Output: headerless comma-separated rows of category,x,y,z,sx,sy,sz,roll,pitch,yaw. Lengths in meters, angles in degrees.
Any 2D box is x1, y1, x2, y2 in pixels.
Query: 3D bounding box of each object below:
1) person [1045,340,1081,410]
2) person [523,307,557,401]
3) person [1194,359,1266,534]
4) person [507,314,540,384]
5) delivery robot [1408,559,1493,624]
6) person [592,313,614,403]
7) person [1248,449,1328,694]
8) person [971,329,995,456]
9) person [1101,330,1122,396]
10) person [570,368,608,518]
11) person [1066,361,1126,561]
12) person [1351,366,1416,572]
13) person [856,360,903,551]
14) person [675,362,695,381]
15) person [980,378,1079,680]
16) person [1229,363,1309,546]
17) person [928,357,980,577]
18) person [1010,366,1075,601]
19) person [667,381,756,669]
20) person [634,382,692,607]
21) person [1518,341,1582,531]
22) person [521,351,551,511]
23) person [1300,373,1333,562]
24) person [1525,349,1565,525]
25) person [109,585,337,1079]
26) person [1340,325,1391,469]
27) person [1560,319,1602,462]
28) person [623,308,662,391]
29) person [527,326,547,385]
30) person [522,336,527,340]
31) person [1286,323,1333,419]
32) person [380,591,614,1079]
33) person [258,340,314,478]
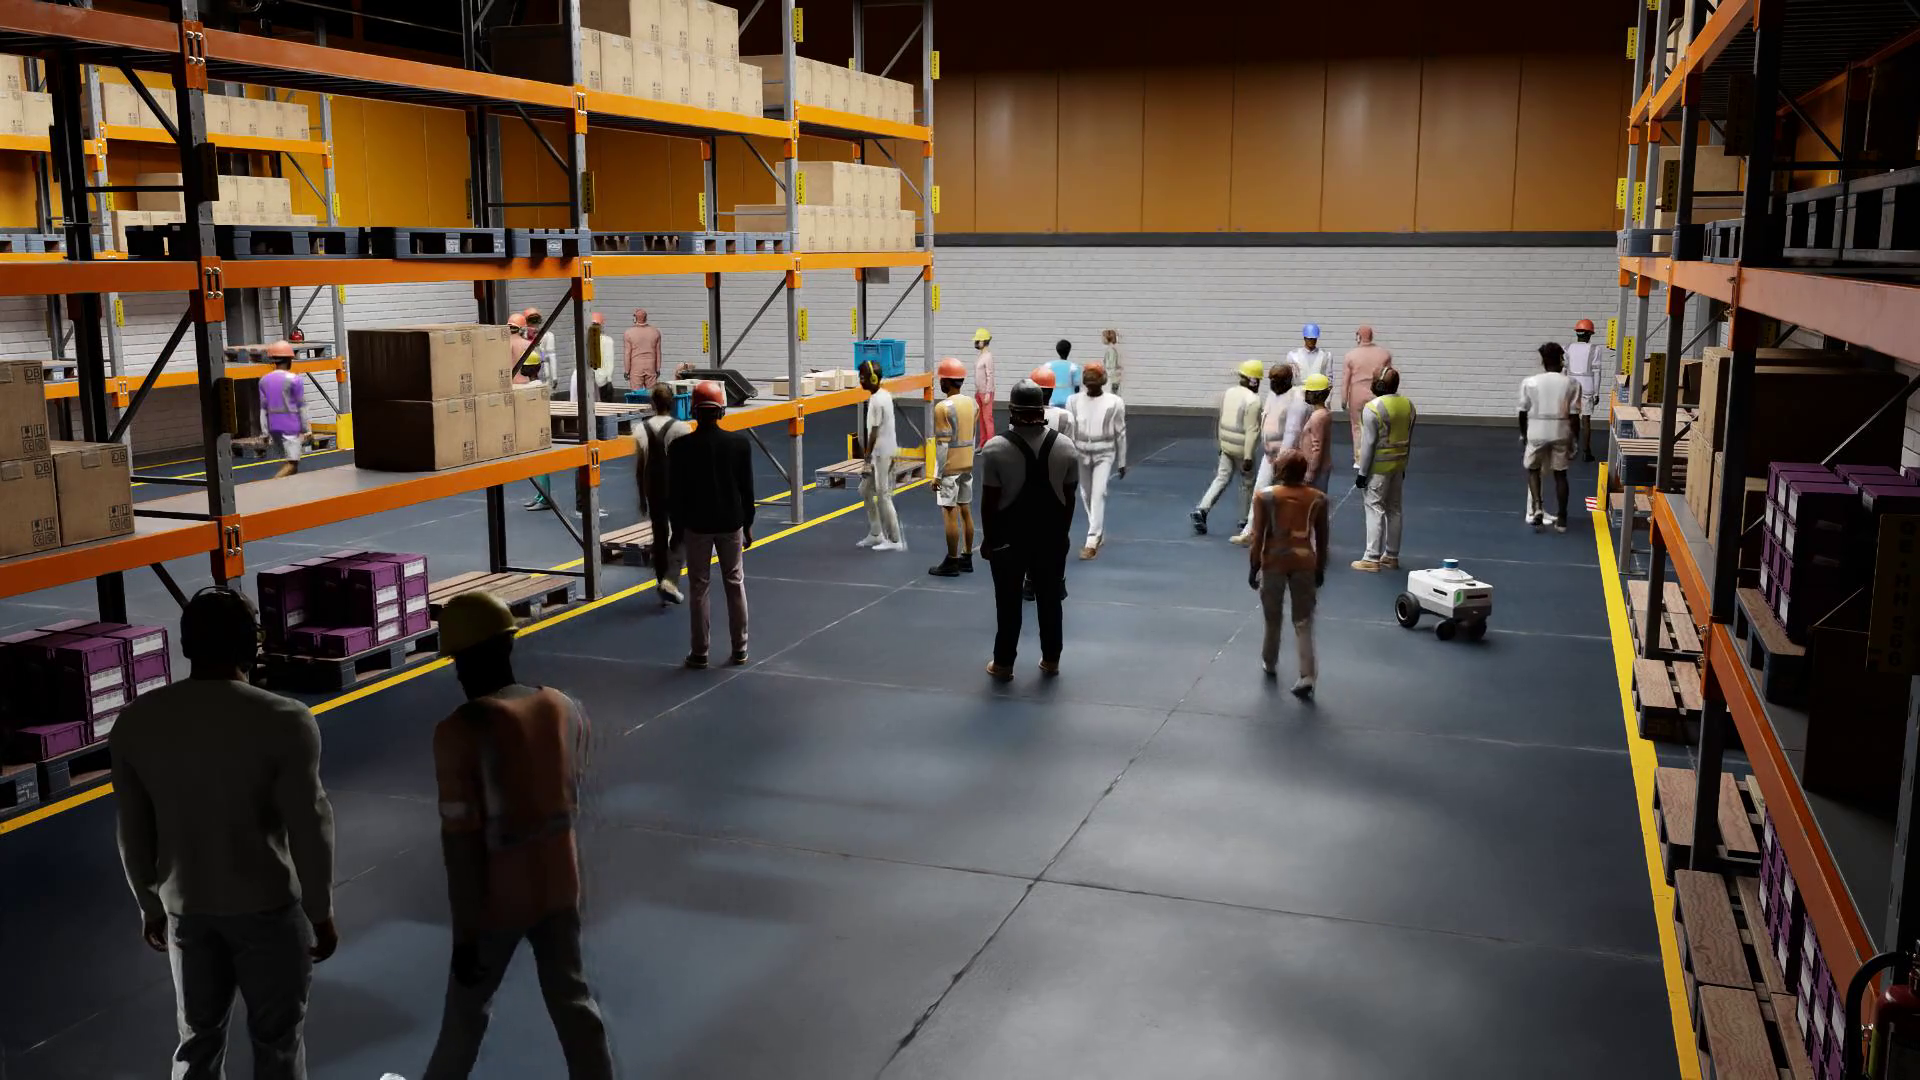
person,1.381,-1.887,22.571,0.540,1.647,0.857,2,10,9
person,-6.285,-2.449,24.737,0.624,1.991,0.802,0,10,-1
person,2.747,-0.936,16.821,0.843,1.791,0.627,-5,11,-27
person,-6.016,-2.084,22.685,0.617,1.993,0.396,2,10,12
delivery robot,3.697,0.388,12.553,0.477,0.478,0.707,-3,11,-17
person,-5.250,-2.323,24.201,0.635,1.929,1.044,2,10,14
person,2.177,0.198,10.999,0.545,1.581,0.872,0,10,2
person,0.307,-2.048,23.156,0.334,1.763,0.562,-4,11,-21
person,2.317,-2.445,25.784,0.471,1.623,0.513,2,10,9
person,-4.023,-1.190,17.870,0.372,1.914,0.597,-3,11,-17
person,1.285,-0.779,15.764,0.582,1.852,0.947,4,11,23
person,3.791,-0.637,14.964,0.629,1.846,0.429,-7,13,-36
person,-0.827,-0.791,15.823,0.632,1.841,0.532,1,10,5
person,-3.023,-1.132,18.325,0.311,1.638,0.523,-5,11,-28
person,0.428,-0.079,11.264,0.684,2.000,0.538,-3,11,-18
person,3.000,-0.784,15.915,0.834,1.799,0.623,-4,11,-21
person,-0.067,-0.644,14.728,0.349,1.942,0.545,7,12,34
person,0.673,-0.462,13.706,0.543,1.939,0.371,0,10,-2
person,-1.721,-0.103,11.527,0.608,1.996,0.381,-4,11,-20
person,-2.352,-0.355,13.390,0.534,1.836,0.416,3,11,17
person,6.043,-1.060,17.055,0.626,1.941,0.455,2,10,14
person,-4.708,-1.206,18.385,0.312,1.769,0.522,-3,11,-18
person,3.233,-0.634,15.163,0.312,1.767,0.533,4,11,20
person,6.187,-1.104,17.518,0.312,1.869,0.536,6,12,32
person,-2.162,1.092,4.957,0.632,1.938,0.359,1,10,5
person,5.280,-1.858,21.712,0.659,1.884,0.425,0,10,-1
person,8.395,-2.020,22.520,0.544,1.927,0.384,7,12,35
person,-5.099,-2.747,26.654,0.642,1.913,0.409,-7,12,-33
person,-5.923,-2.034,22.922,0.526,1.816,0.568,4,11,19
person,-6.232,-2.094,23.760,0.498,1.633,0.282,2,10,9
person,4.439,-1.791,21.195,0.605,1.939,0.403,1,10,5
person,-1.430,1.094,5.196,1.029,1.855,0.639,7,12,33
person,-7.361,-1.199,17.981,0.531,1.906,0.861,4,11,23
